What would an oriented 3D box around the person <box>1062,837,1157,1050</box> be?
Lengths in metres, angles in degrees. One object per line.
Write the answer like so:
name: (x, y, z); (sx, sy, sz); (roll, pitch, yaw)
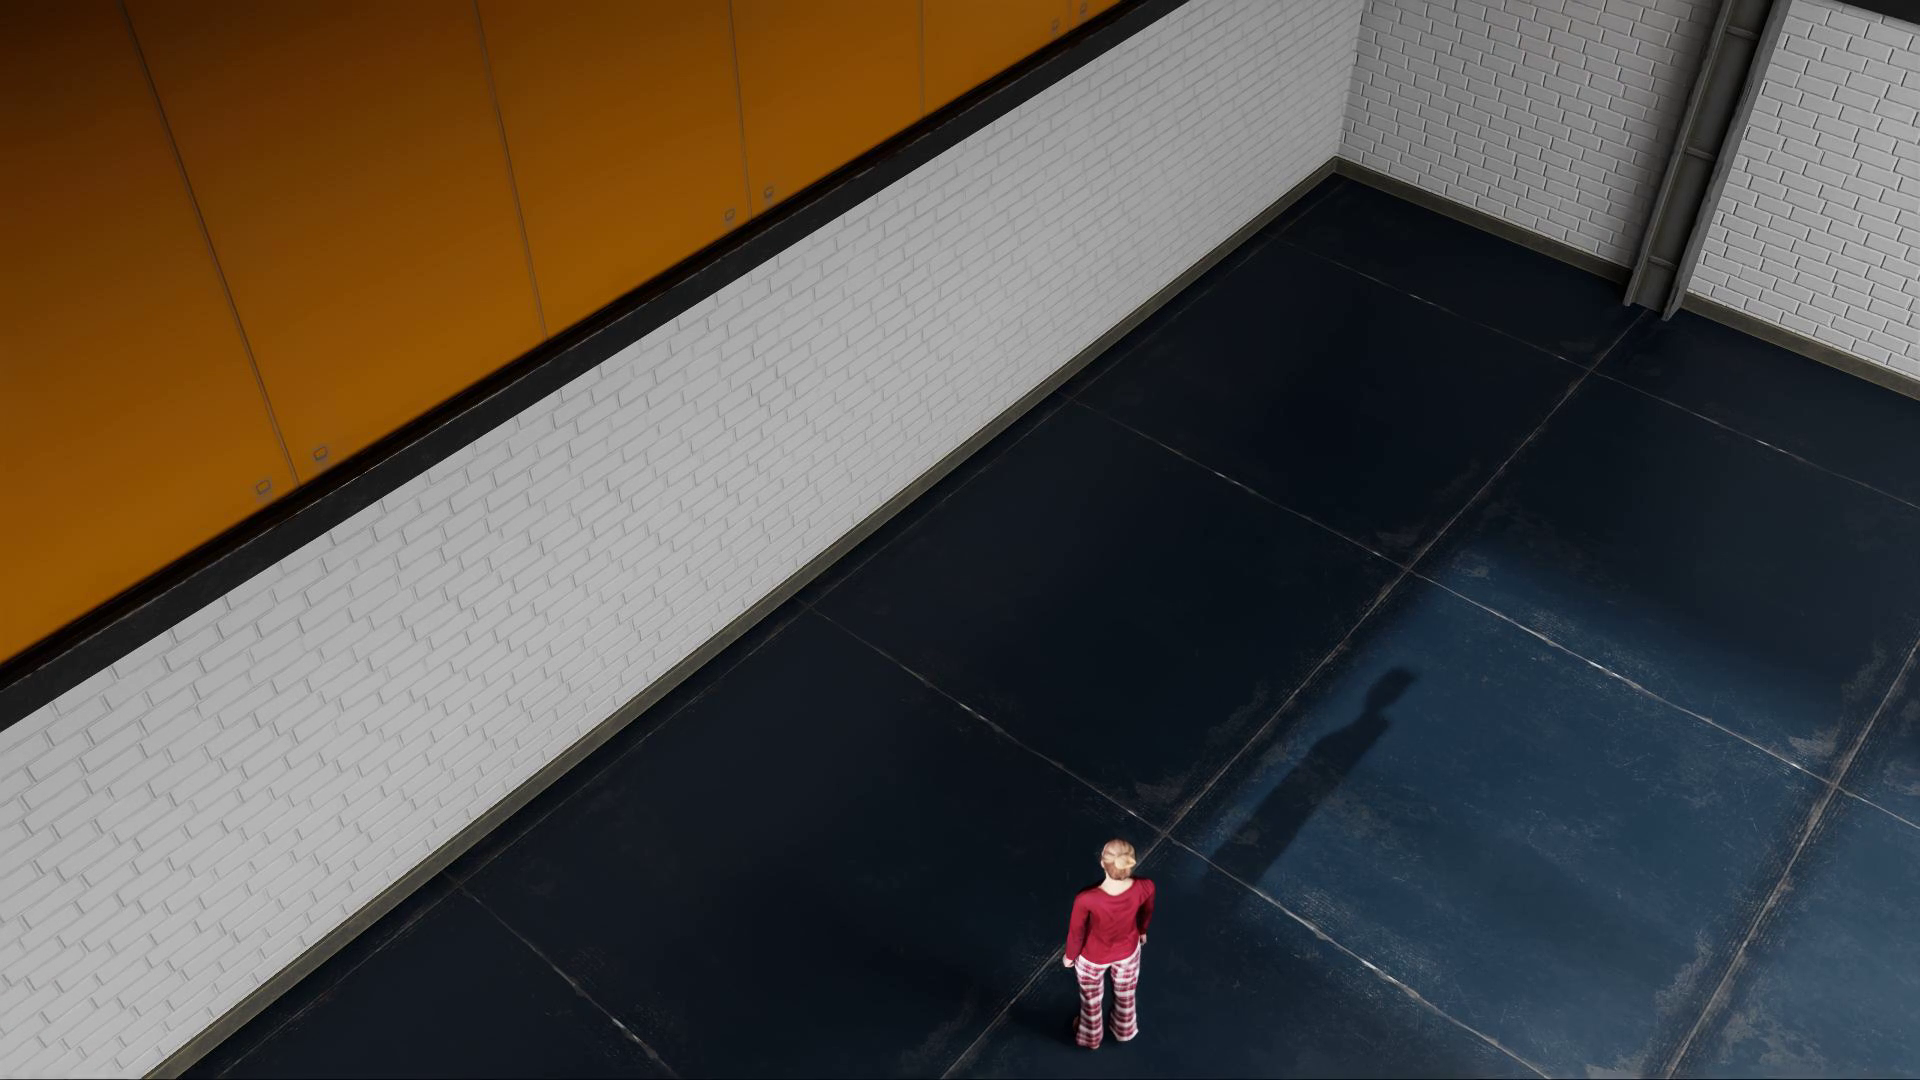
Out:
person: (0.767, 2.084, 8.596); (0.692, 1.700, 0.695); (-12, 45, -12)
